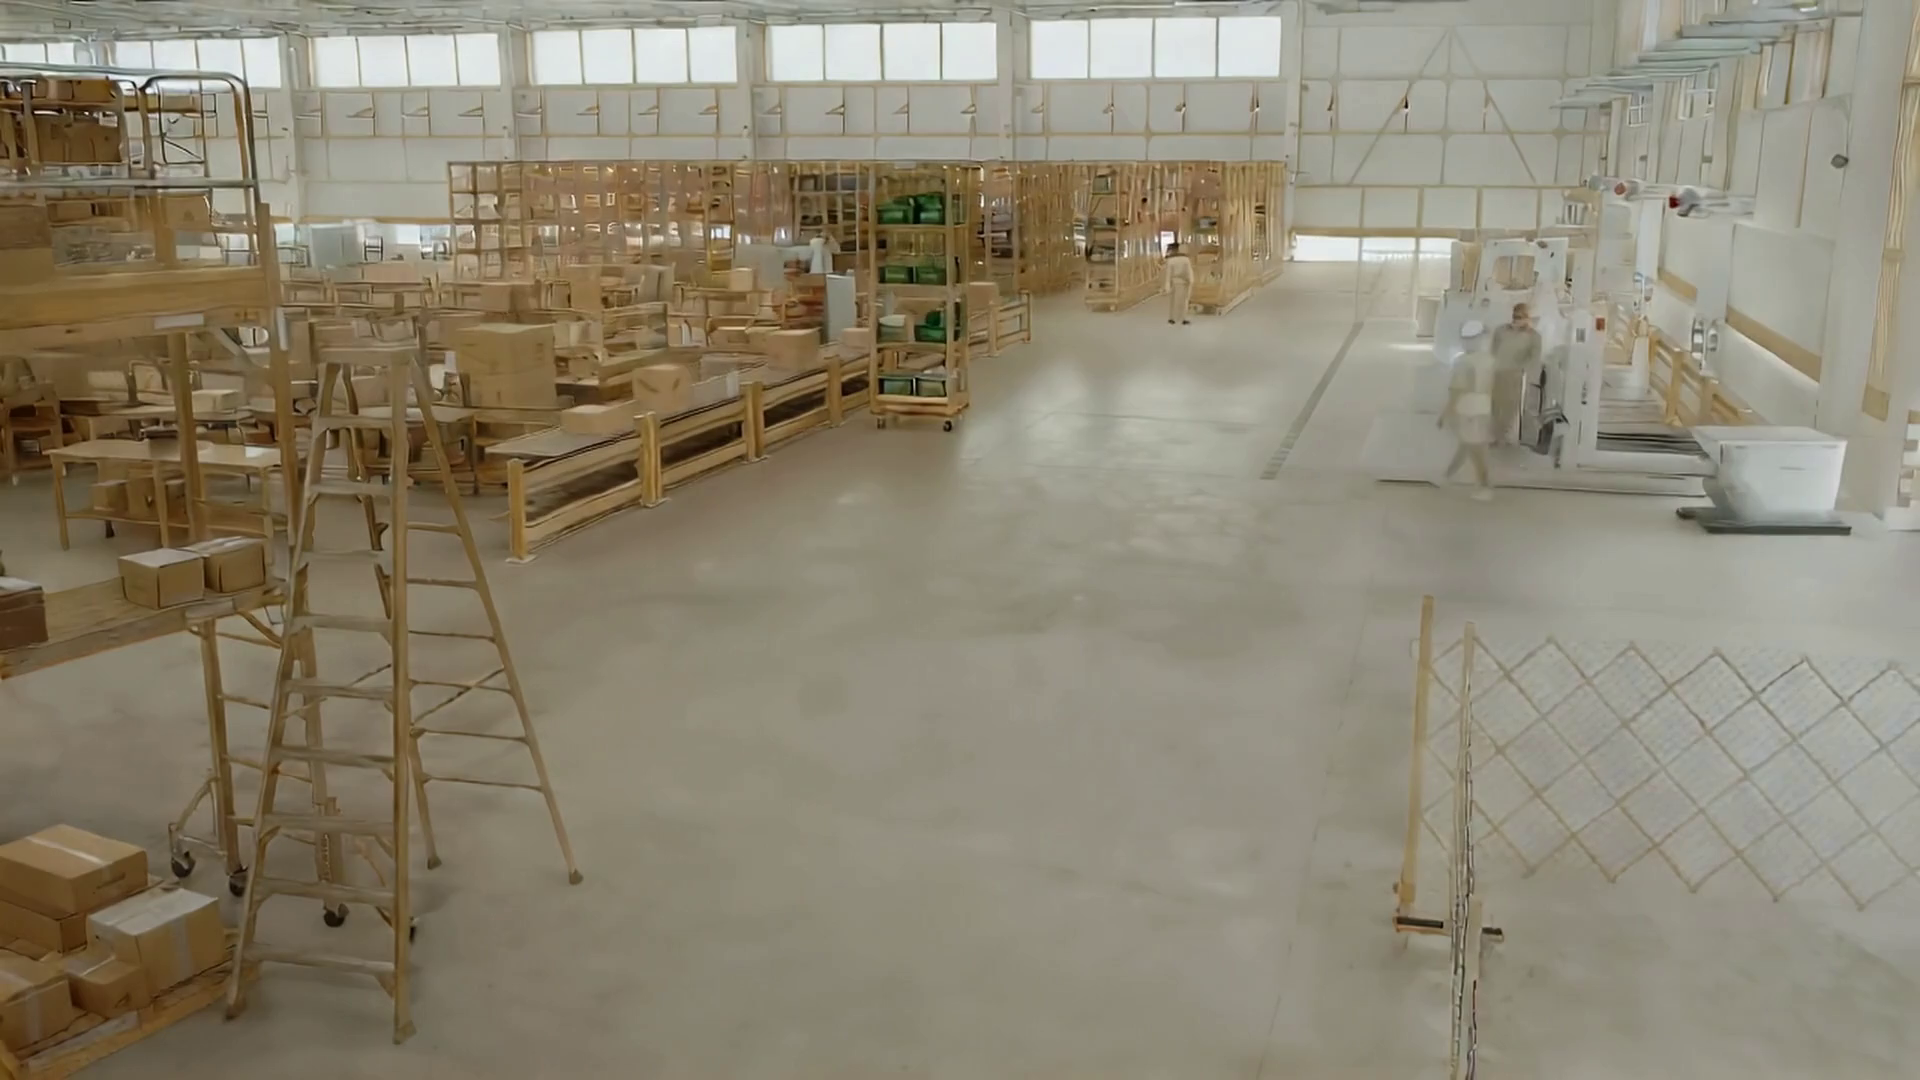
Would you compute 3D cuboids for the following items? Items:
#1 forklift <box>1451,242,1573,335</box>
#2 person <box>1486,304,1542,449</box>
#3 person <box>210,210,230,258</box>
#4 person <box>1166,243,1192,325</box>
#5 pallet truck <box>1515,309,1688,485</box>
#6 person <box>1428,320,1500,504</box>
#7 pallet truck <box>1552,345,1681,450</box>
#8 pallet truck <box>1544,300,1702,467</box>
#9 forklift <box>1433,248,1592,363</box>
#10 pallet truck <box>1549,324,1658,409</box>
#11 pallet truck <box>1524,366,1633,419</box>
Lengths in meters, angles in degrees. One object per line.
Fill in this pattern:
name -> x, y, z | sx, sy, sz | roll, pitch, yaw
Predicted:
forklift -> 10.464, -4.597, 31.405 | 2.680, 1.987, 1.157 | 4, 14, 16
person -> 7.157, -2.108, 21.559 | 0.663, 1.876, 0.780 | 6, 14, 23
person -> -25.864, -10.573, 58.160 | 0.614, 1.885, 1.021 | -10, 16, -36
person -> 4.932, -5.758, 37.433 | 0.591, 1.833, 0.403 | 4, 14, 15
pallet truck -> 7.554, -1.677, 19.446 | 1.885, 1.965, 0.823 | 3, 13, 14
person -> 5.580, -1.435, 18.406 | 0.637, 1.987, 1.027 | -8, 15, -30
pallet truck -> 8.641, -1.896, 21.908 | 1.630, 1.274, 0.653 | 4, 14, 16
pallet truck -> 8.263, -1.952, 20.631 | 1.885, 1.965, 0.823 | 5, 14, 20
forklift -> 9.780, -4.111, 29.280 | 2.680, 1.987, 1.157 | 3, 13, 14
pallet truck -> 9.824, -2.669, 25.407 | 1.601, 1.201, 0.680 | 4, 14, 16
pallet truck -> 9.065, -2.460, 24.370 | 1.522, 1.261, 0.704 | 3, 13, 14
